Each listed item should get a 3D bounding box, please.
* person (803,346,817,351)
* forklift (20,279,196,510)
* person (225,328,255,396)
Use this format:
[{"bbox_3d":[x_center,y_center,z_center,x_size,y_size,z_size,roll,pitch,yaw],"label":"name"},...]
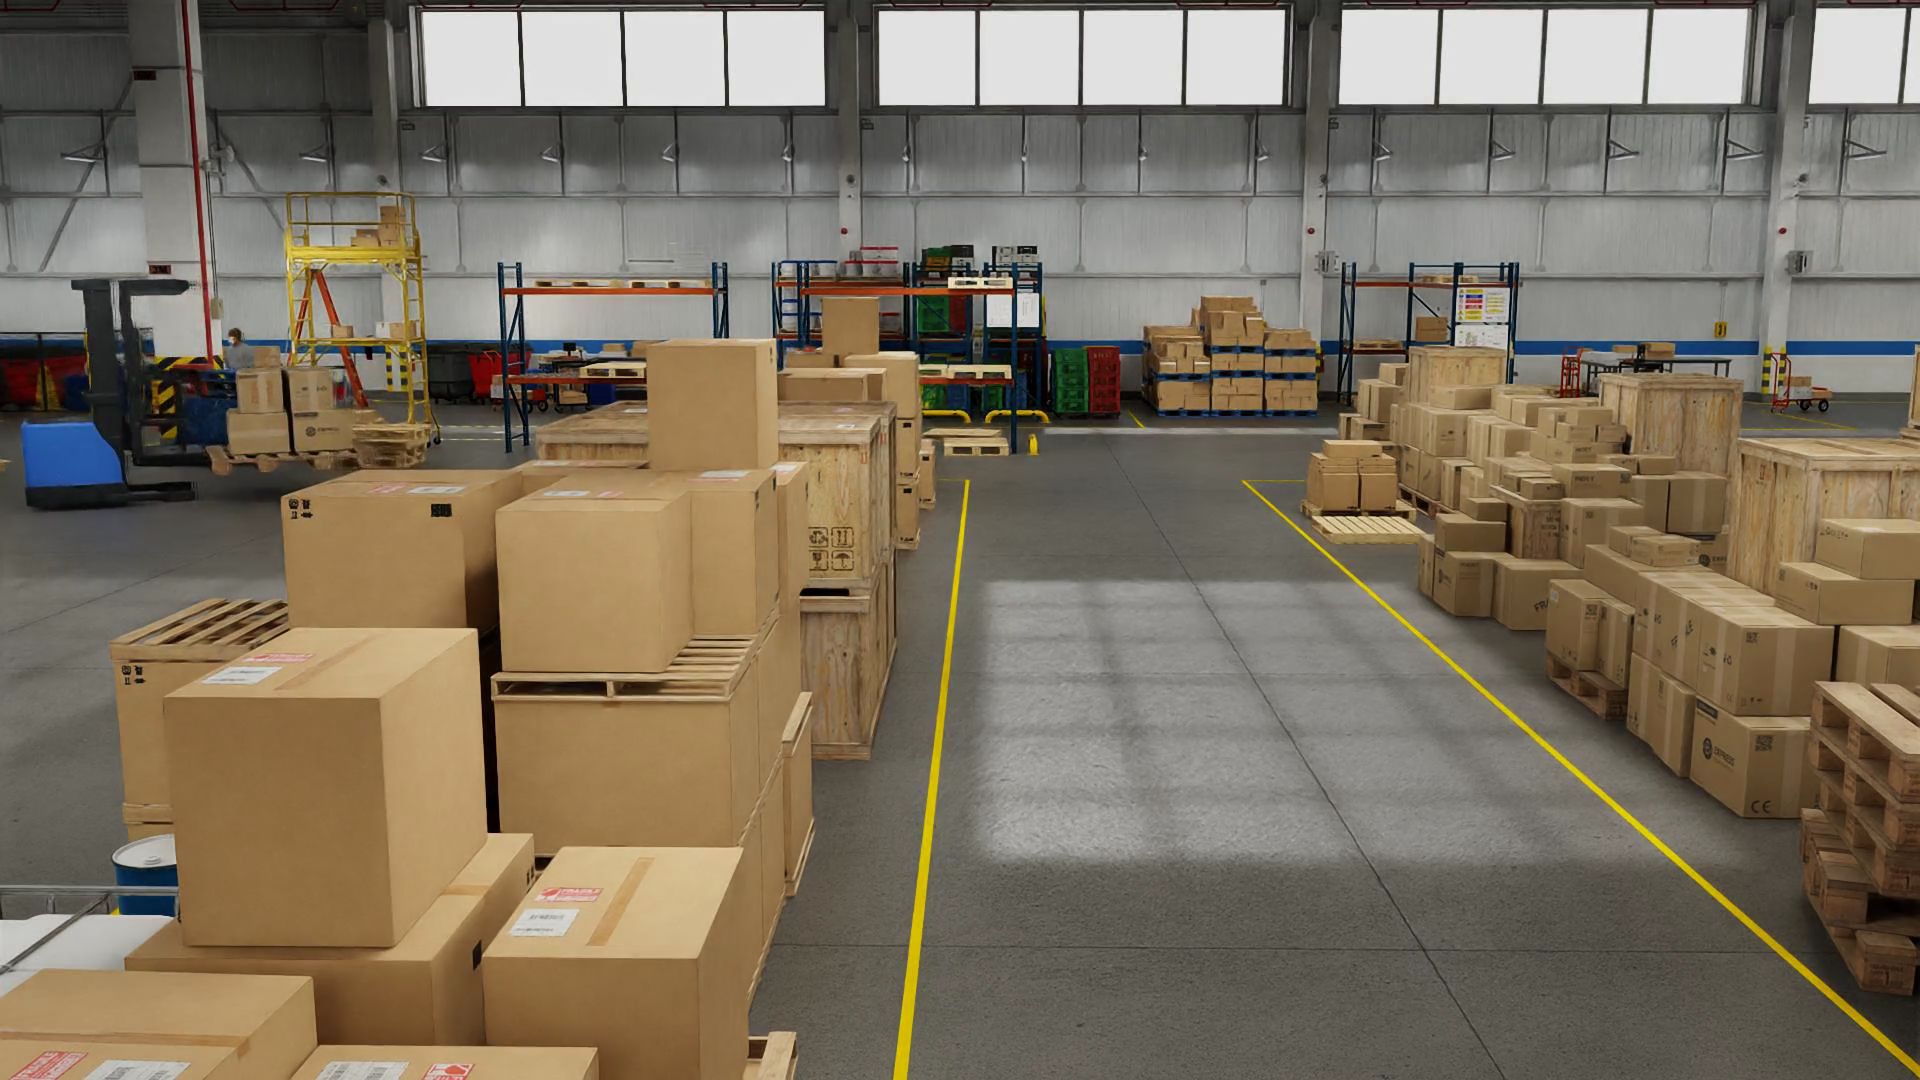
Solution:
[{"bbox_3d":[-2.101,-1.747,23.087,0.969,1.882,0.538,-2,10,-12],"label":"person"},{"bbox_3d":[-10.712,-1.863,20.794,1.873,2.768,1.129,-5,11,-27],"label":"forklift"},{"bbox_3d":[-12.603,-2.786,29.257,0.640,1.912,0.922,5,11,26],"label":"person"}]
